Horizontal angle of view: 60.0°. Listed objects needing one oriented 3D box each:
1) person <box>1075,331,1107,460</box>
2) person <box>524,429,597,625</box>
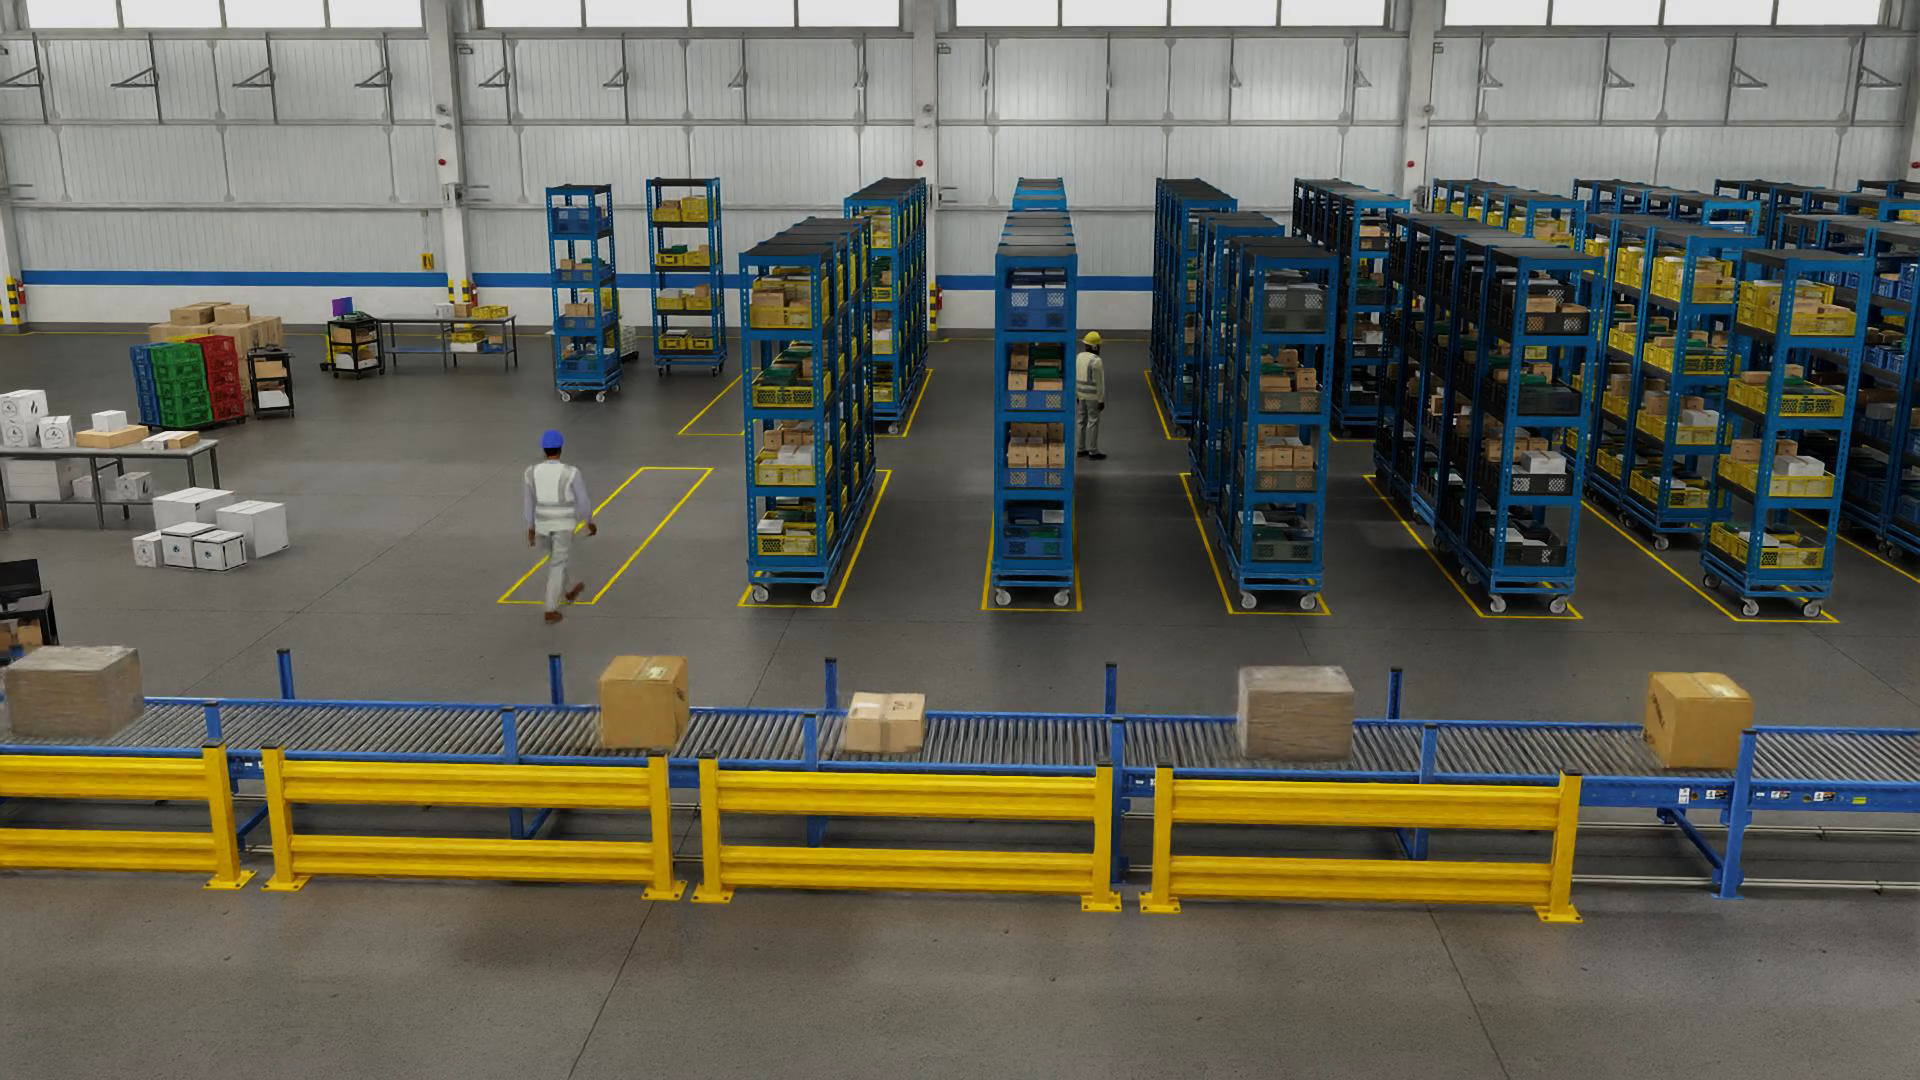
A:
[{"bbox_3d":[1.872,-2.056,23.698,0.404,1.830,0.602,-10,18,-33],"label":"person"},{"bbox_3d":[-3.985,-0.164,16.581,0.621,1.890,1.023,4,16,16],"label":"person"}]
